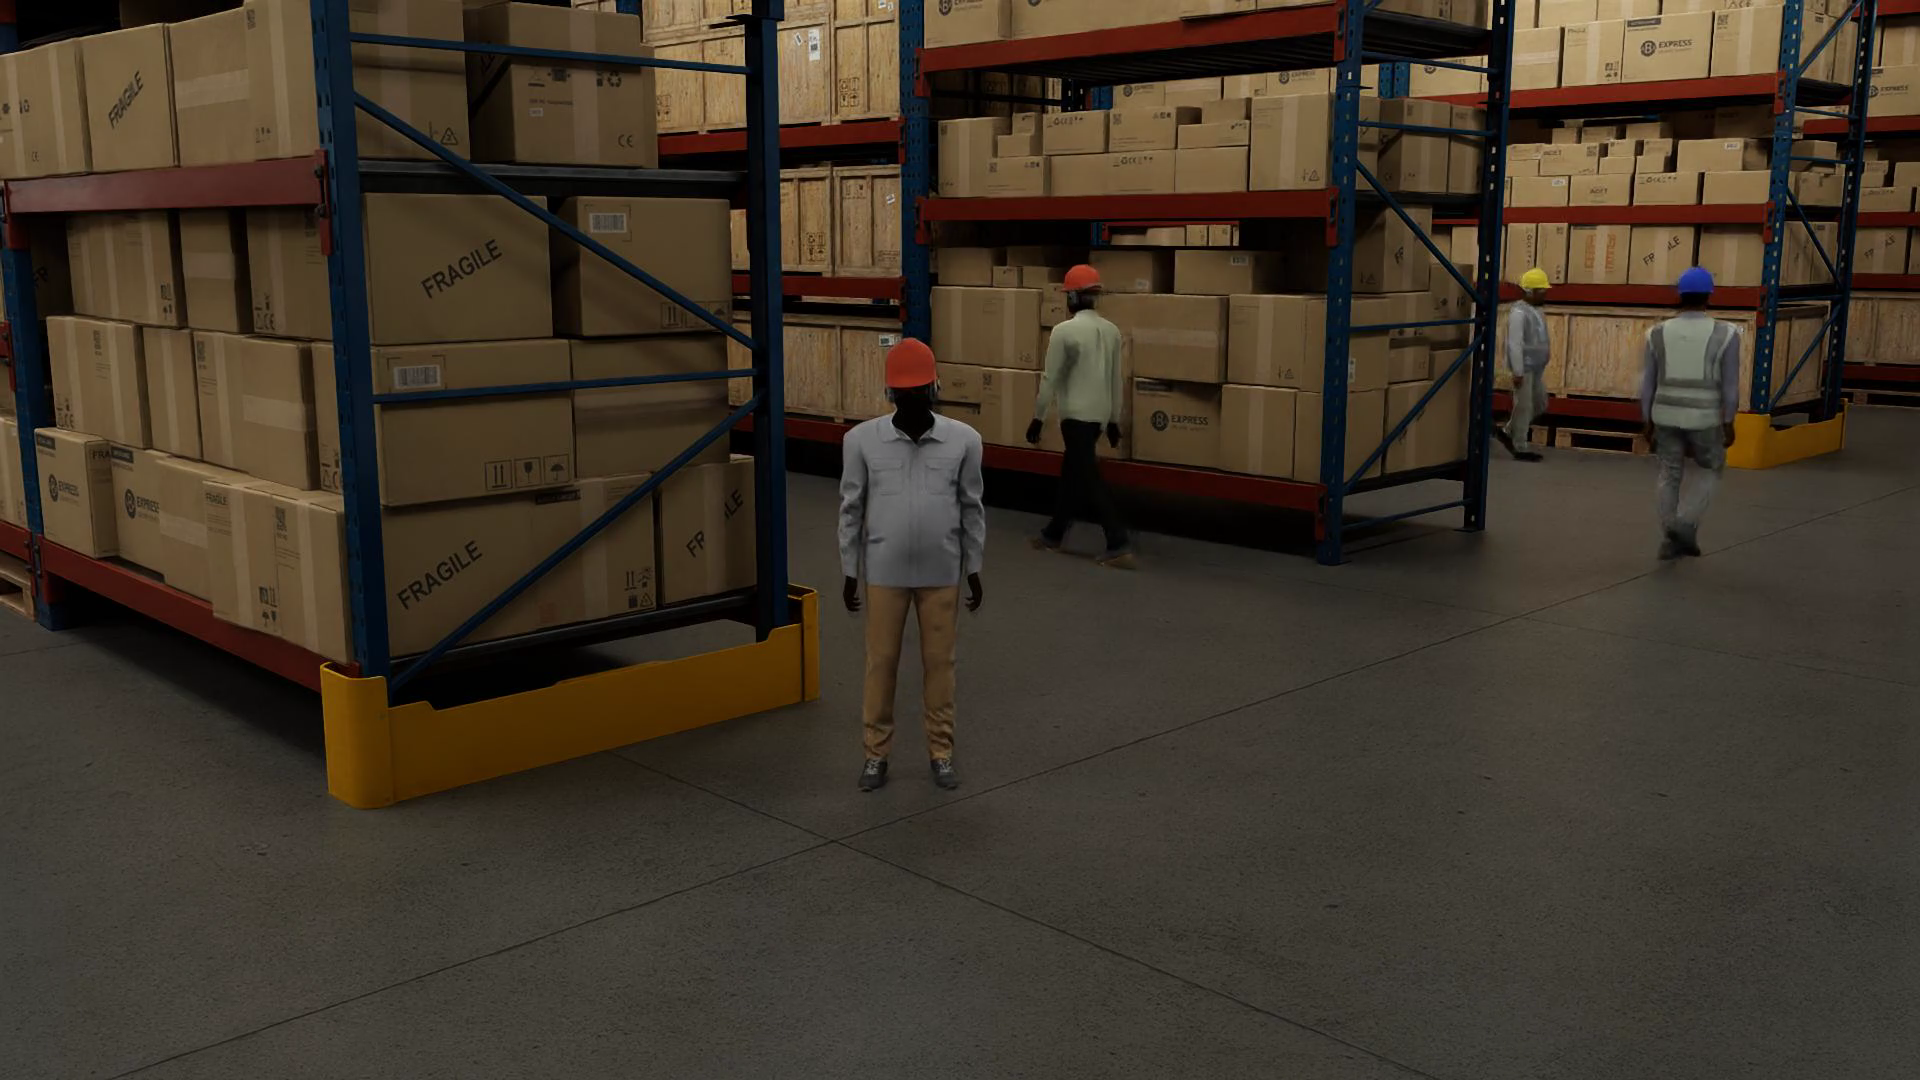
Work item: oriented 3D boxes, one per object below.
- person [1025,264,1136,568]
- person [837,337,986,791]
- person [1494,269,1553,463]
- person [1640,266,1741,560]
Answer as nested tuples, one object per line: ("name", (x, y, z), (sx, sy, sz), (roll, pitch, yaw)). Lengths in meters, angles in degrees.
("person", (0.804, -0.809, 10.838), (1.017, 1.952, 0.620), (9, 14, 41))
("person", (-0.181, 0.101, 6.378), (0.573, 1.748, 0.342), (-1, 10, -5))
("person", (5.332, -1.636, 15.659), (0.430, 1.820, 0.618), (8, 13, 38))
("person", (4.763, -0.813, 10.876), (0.630, 1.927, 0.441), (9, 14, 41))
